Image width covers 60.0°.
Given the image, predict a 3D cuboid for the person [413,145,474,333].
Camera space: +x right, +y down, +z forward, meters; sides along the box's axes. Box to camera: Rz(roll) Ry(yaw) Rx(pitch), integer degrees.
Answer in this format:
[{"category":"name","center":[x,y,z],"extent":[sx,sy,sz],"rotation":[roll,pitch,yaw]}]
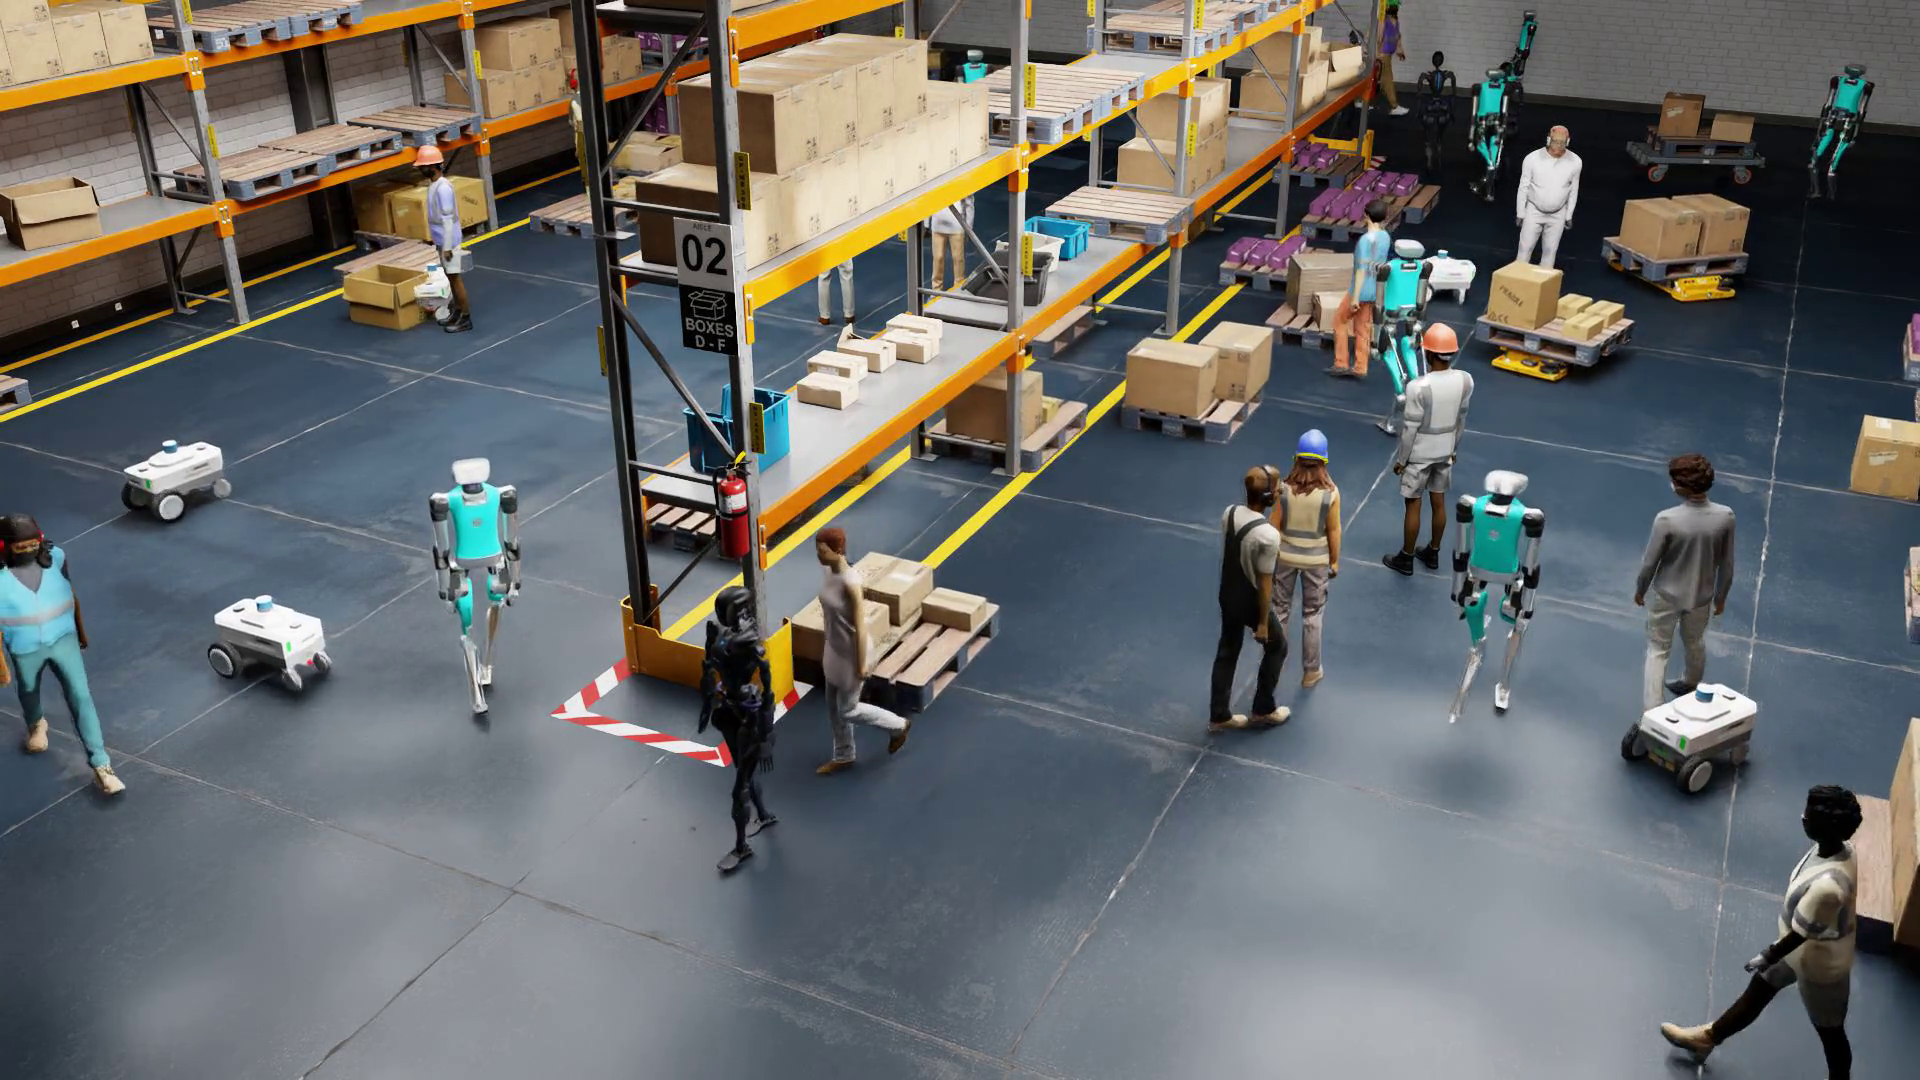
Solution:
[{"category":"person","center":[-5.347,-3.113,17.205],"extent":[0.375,1.933,0.542],"rotation":[-13,29,-24]}]

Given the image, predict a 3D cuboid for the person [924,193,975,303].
[{"category":"person","center":[-0.130,-3.402,17.976],"extent":[0.564,1.750,0.339],"rotation":[7,27,14]}]

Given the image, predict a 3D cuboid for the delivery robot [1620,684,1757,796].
[{"category":"delivery robot","center":[4.460,1.170,10.113],"extent":[0.812,0.614,0.499],"rotation":[-14,30,-27]}]

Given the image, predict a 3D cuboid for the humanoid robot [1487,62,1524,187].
[{"category":"humanoid robot","center":[7.397,-5.633,22.597],"extent":[0.594,1.653,0.430],"rotation":[-4,27,-9]}]

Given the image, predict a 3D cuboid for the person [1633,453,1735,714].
[{"category":"person","center":[4.542,0.282,10.420],"extent":[0.646,1.864,0.638],"rotation":[0,26,0]}]

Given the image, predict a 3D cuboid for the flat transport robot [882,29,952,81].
[{"category":"flat transport robot","center":[-0.839,-7.959,28.855],"extent":[0.659,0.231,1.431],"rotation":[5,27,10]}]

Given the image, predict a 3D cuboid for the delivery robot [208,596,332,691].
[{"category":"delivery robot","center":[-4.630,0.660,11.142],"extent":[0.807,0.613,0.499],"rotation":[12,29,23]}]

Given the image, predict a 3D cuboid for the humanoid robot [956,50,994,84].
[{"category":"humanoid robot","center":[0.238,-5.708,22.731],"extent":[0.530,1.857,0.701],"rotation":[-4,27,-8]}]

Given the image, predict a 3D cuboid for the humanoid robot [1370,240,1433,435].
[{"category":"humanoid robot","center":[3.939,-1.617,14.471],"extent":[0.548,1.859,0.848],"rotation":[-8,27,-16]}]

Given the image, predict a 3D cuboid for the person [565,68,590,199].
[{"category":"person","center":[-4.788,-5.100,21.306],"extent":[0.382,1.841,0.564],"rotation":[3,26,6]}]

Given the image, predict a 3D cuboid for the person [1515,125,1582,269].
[{"category":"person","center":[6.372,-3.550,18.104],"extent":[0.642,1.909,0.414],"rotation":[3,26,6]}]

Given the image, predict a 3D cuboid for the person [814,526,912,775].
[{"category":"person","center":[-0.614,0.654,9.909],"extent":[0.533,1.635,0.463],"rotation":[-14,29,-25]}]

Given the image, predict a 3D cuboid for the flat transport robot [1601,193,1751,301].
[{"category":"flat transport robot","center":[8.068,-3.027,18.891],"extent":[0.659,0.231,1.431],"rotation":[-6,27,-12]}]

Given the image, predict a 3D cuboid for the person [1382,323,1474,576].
[{"category":"person","center":[3.438,-0.660,12.232],"extent":[0.543,1.939,0.350],"rotation":[-10,28,-20]}]

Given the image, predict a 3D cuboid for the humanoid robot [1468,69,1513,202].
[{"category":"humanoid robot","center":[6.919,-5.198,21.621],"extent":[0.542,1.724,1.032],"rotation":[-3,27,-7]}]

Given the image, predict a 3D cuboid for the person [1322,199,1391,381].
[{"category":"person","center":[3.806,-2.404,15.971],"extent":[0.564,1.739,0.544],"rotation":[24,35,39]}]

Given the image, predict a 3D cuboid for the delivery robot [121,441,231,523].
[{"category":"delivery robot","center":[-6.363,-0.513,13.477],"extent":[0.499,0.582,0.764],"rotation":[17,31,30]}]

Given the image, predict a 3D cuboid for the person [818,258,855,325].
[{"category":"person","center":[-1.322,-3.154,17.341],"extent":[0.549,1.877,0.413],"rotation":[-5,27,-9]}]

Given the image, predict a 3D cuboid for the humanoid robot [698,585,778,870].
[{"category":"humanoid robot","center":[-1.246,1.001,9.176],"extent":[0.602,1.643,0.561],"rotation":[23,34,38]}]

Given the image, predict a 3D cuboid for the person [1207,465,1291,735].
[{"category":"person","center":[1.849,0.370,10.275],"extent":[0.672,1.822,0.514],"rotation":[-15,30,-28]}]

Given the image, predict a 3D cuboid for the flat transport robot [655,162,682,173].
[{"category":"flat transport robot","center":[-3.816,-5.093,23.065],"extent":[0.659,0.231,1.431],"rotation":[0,26,1]}]

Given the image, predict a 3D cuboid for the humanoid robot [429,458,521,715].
[{"category":"humanoid robot","center":[-3.085,0.225,10.661],"extent":[0.558,1.748,0.886],"rotation":[-10,28,-20]}]

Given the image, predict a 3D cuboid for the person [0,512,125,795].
[{"category":"person","center":[-5.478,0.608,9.874],"extent":[0.539,1.774,1.163],"rotation":[-21,33,-36]}]

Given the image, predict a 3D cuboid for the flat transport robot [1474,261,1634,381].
[{"category":"flat transport robot","center":[5.960,-1.924,16.664],"extent":[0.659,0.231,1.431],"rotation":[22,34,37]}]

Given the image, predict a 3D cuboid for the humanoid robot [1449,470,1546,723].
[{"category":"humanoid robot","center":[3.412,0.321,10.510],"extent":[0.557,1.798,0.845],"rotation":[17,31,30]}]

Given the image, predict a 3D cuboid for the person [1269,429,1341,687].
[{"category":"person","center":[2.224,0.120,10.835],"extent":[0.480,1.775,0.326],"rotation":[8,27,15]}]

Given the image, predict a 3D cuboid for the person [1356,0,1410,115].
[{"category":"person","center":[6.888,-7.841,26.802],"extent":[0.991,1.876,0.539],"rotation":[18,32,32]}]

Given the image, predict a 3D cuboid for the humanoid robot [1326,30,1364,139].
[{"category":"humanoid robot","center":[5.801,-6.797,24.924],"extent":[0.542,1.640,0.589],"rotation":[4,27,9]}]

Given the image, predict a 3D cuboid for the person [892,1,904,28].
[{"category":"person","center":[-1.043,-9.392,30.006],"extent":[0.364,1.824,0.513],"rotation":[-1,26,-2]}]

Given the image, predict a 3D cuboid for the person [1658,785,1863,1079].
[{"category":"person","center":[3.754,1.832,7.513],"extent":[0.875,1.640,0.529],"rotation":[11,28,21]}]

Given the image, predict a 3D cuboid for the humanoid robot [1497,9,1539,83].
[{"category":"humanoid robot","center":[8.565,-7.418,26.001],"extent":[0.728,1.695,0.534],"rotation":[3,27,7]}]

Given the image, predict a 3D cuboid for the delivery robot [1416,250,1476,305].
[{"category":"delivery robot","center":[5.234,-2.877,18.288],"extent":[0.785,0.614,0.510],"rotation":[0,26,0]}]

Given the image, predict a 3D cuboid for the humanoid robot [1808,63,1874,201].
[{"category":"humanoid robot","center":[11.480,-5.297,21.846],"extent":[0.550,1.817,0.670],"rotation":[22,34,37]}]

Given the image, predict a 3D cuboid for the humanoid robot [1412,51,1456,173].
[{"category":"humanoid robot","center":[6.665,-5.994,23.314],"extent":[0.594,1.650,0.433],"rotation":[1,26,1]}]

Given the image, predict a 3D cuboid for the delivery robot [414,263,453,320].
[{"category":"delivery robot","center":[-5.646,-2.685,17.897],"extent":[0.510,0.611,0.782],"rotation":[-3,26,-6]}]
